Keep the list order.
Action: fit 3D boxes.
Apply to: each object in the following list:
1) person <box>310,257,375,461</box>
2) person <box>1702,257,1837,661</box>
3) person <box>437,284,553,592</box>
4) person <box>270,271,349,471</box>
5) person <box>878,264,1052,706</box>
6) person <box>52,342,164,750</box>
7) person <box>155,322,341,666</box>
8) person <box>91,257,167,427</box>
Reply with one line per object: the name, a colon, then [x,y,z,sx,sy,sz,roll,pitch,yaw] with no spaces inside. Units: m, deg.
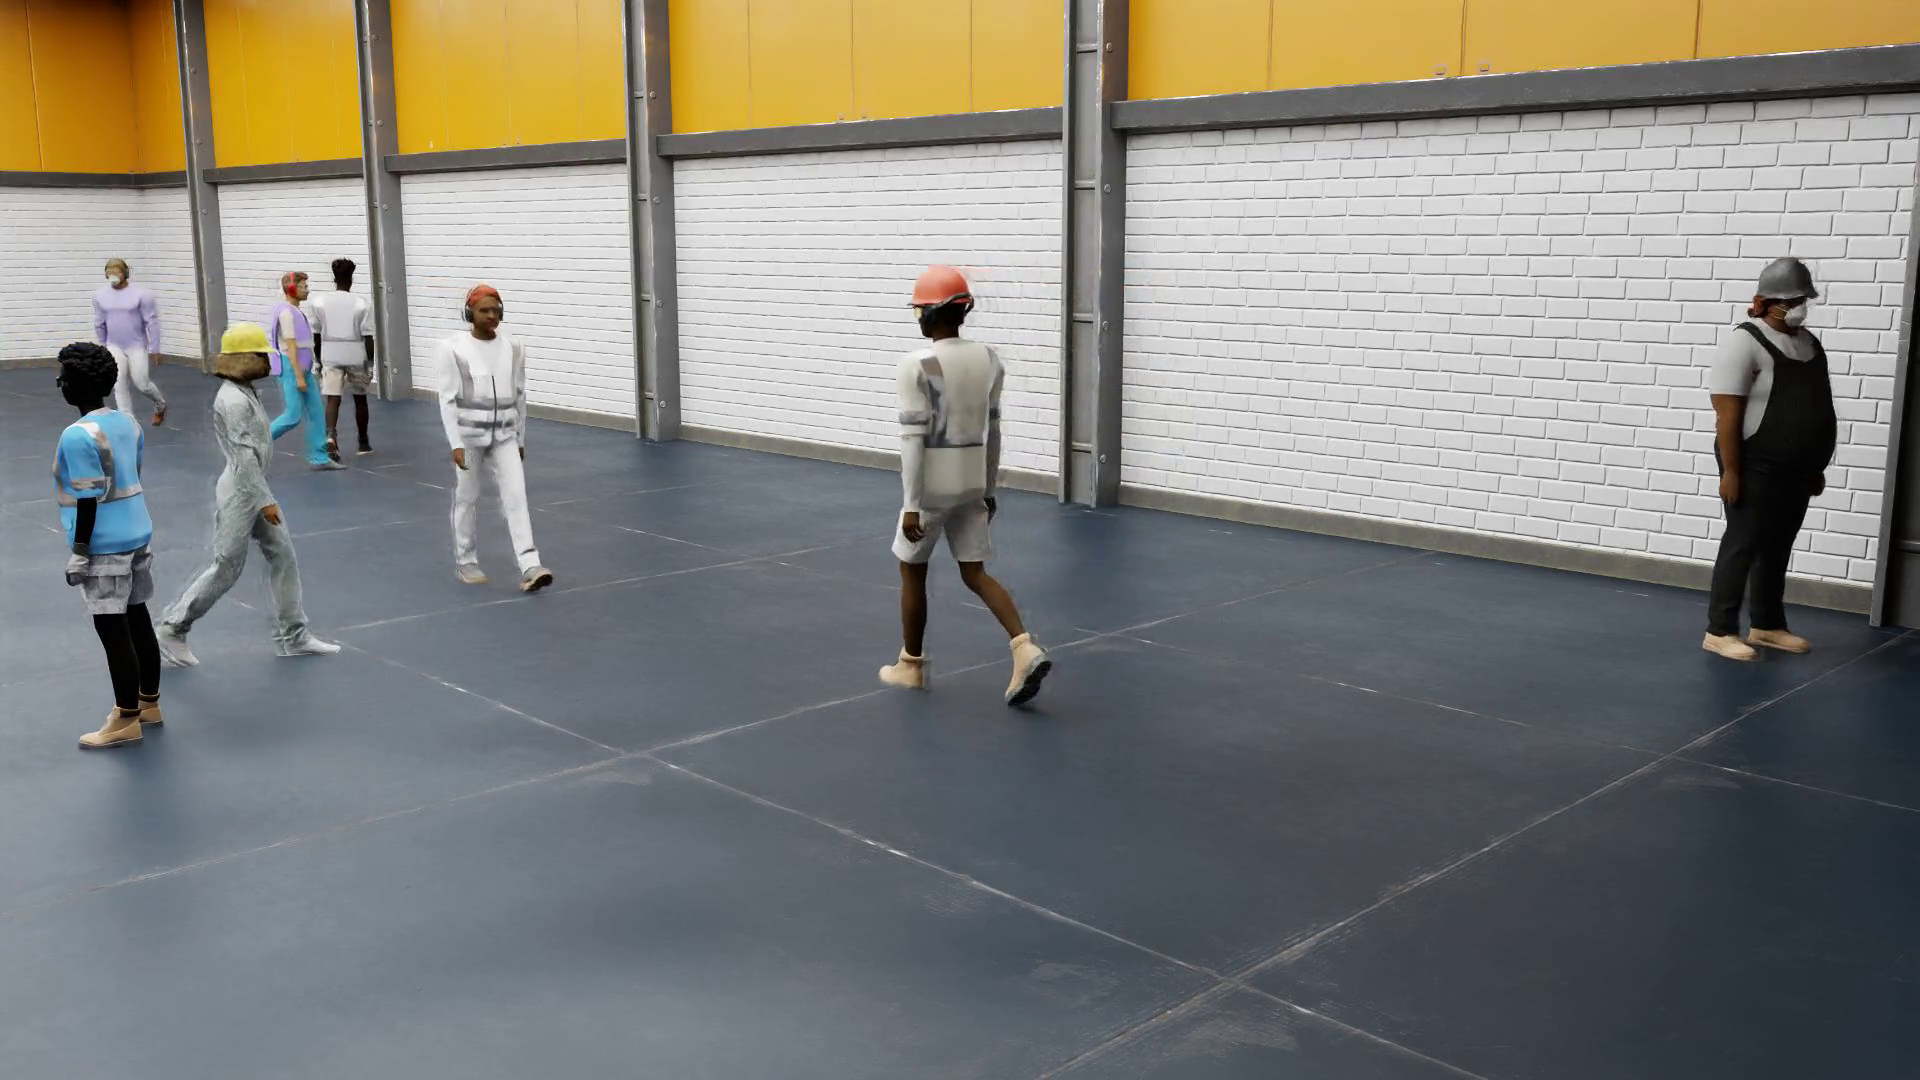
person: [-5.877,-1.723,15.849,0.607,1.933,0.924,-2,11,-10]
person: [4.137,-0.418,8.421,0.713,2.000,0.536,-6,12,-29]
person: [-2.800,-0.595,9.954,0.585,1.828,1.004,-8,13,-38]
person: [-6.009,-1.497,14.916,0.800,1.820,0.576,-1,10,-8]
person: [0.008,-0.239,7.564,0.616,2.016,0.929,-9,14,-41]
person: [-3.572,0.022,6.959,0.321,1.697,0.529,-1,10,-4]
person: [-3.606,-0.219,8.244,0.814,1.711,0.486,-2,11,-10]
person: [-8.758,-2.036,17.614,0.645,1.917,0.713,0,10,-3]
